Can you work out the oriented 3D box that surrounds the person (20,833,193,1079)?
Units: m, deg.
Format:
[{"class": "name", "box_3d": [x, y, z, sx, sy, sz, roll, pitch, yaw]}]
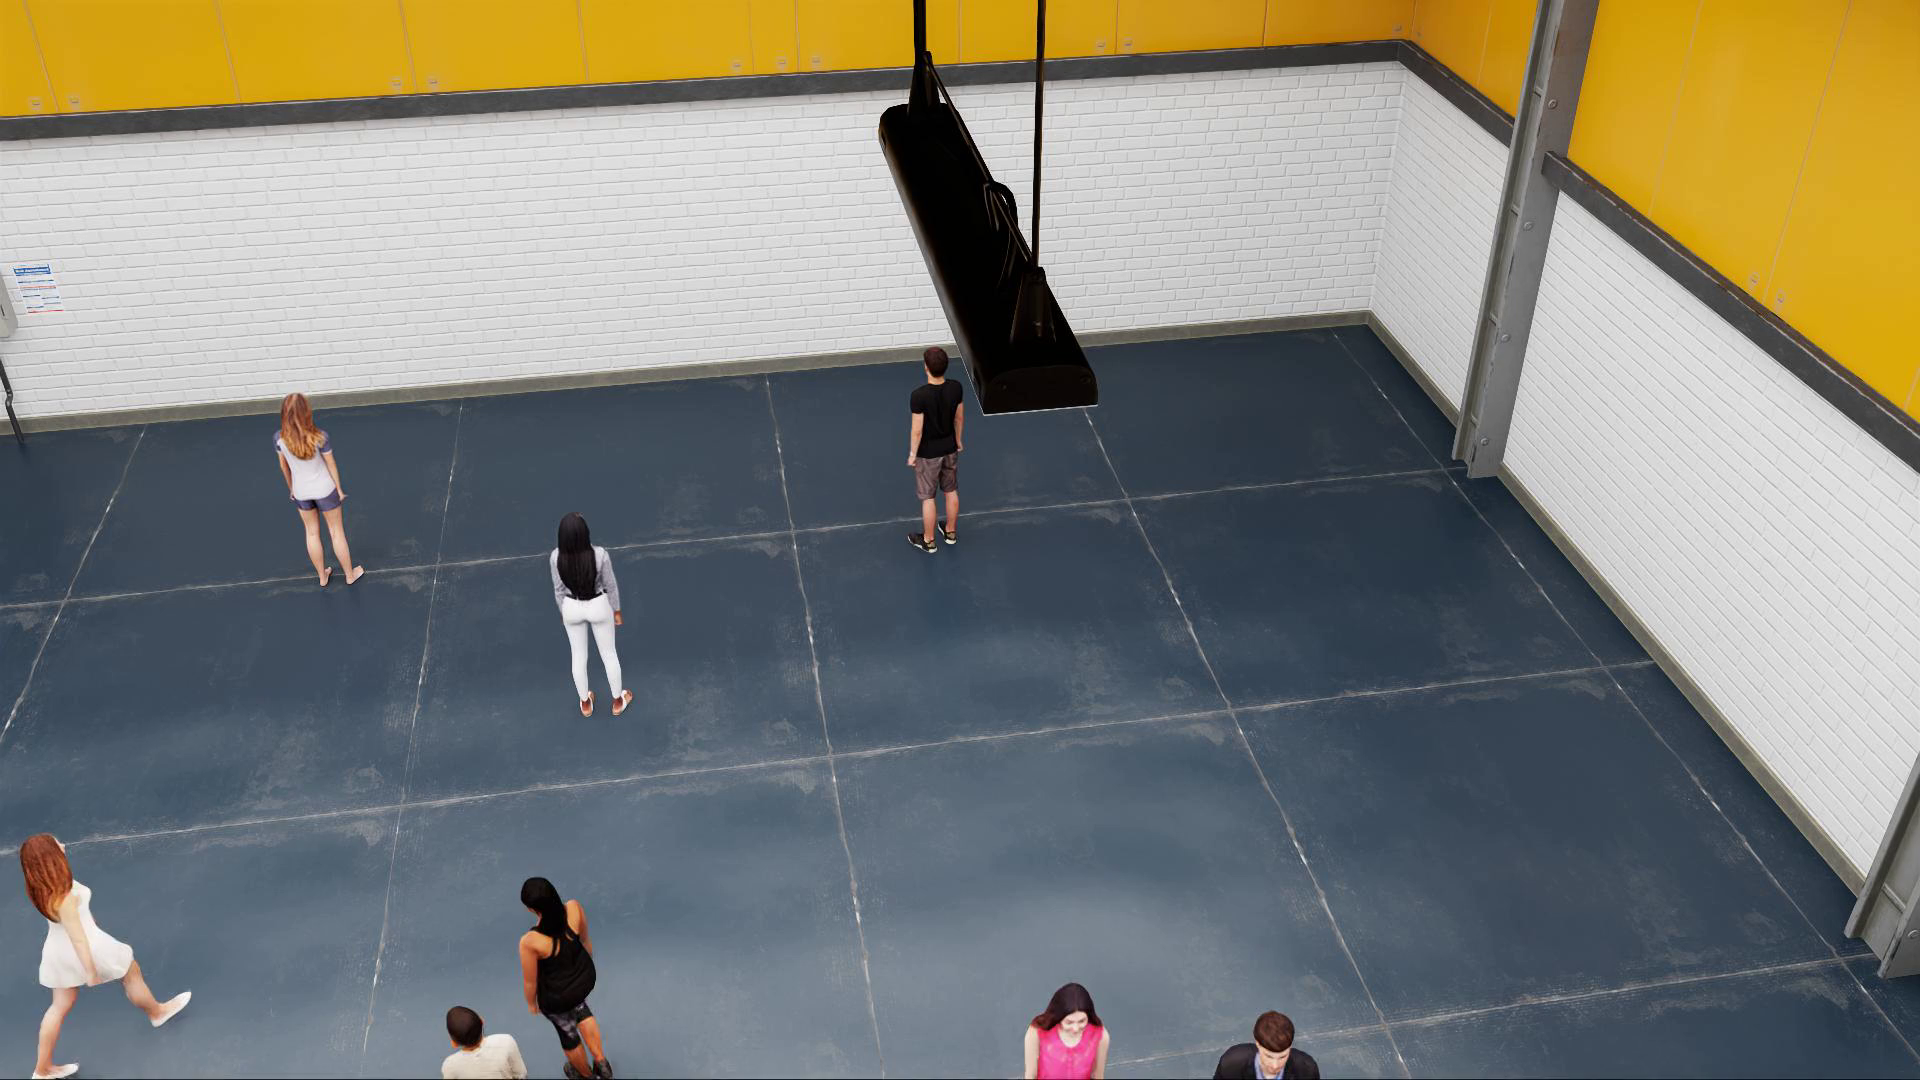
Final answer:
[{"class": "person", "box_3d": [-5.014, 2.349, 9.284, 1.057, 1.673, 1.151, 19, 38, 26]}]

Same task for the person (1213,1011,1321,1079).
[{"class": "person", "box_3d": [1.471, 2.911, 8.279, 0.883, 1.849, 1.254, 0, 34, -1]}]

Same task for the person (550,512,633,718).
[{"class": "person", "box_3d": [-2.676, 0.529, 11.976, 0.626, 1.725, 0.557, -1, 34, -2]}]

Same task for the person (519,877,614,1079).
[{"class": "person", "box_3d": [-2.116, 2.472, 9.116, 0.790, 1.655, 0.735, 25, 41, 32]}]

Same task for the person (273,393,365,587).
[{"class": "person", "box_3d": [-5.184, -0.392, 13.355, 0.623, 1.732, 0.587, 0, 34, 0]}]

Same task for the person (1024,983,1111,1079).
[{"class": "person", "box_3d": [0.507, 2.853, 8.553, 0.641, 1.643, 0.909, -3, 34, -4]}]

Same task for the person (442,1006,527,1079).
[{"class": "person", "box_3d": [-2.354, 2.988, 8.527, 0.663, 1.448, 0.715, -16, 37, -23]}]

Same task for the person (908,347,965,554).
[{"class": "person", "box_3d": [-0.196, -0.753, 13.780, 0.758, 1.862, 0.732, -20, 39, -27]}]
